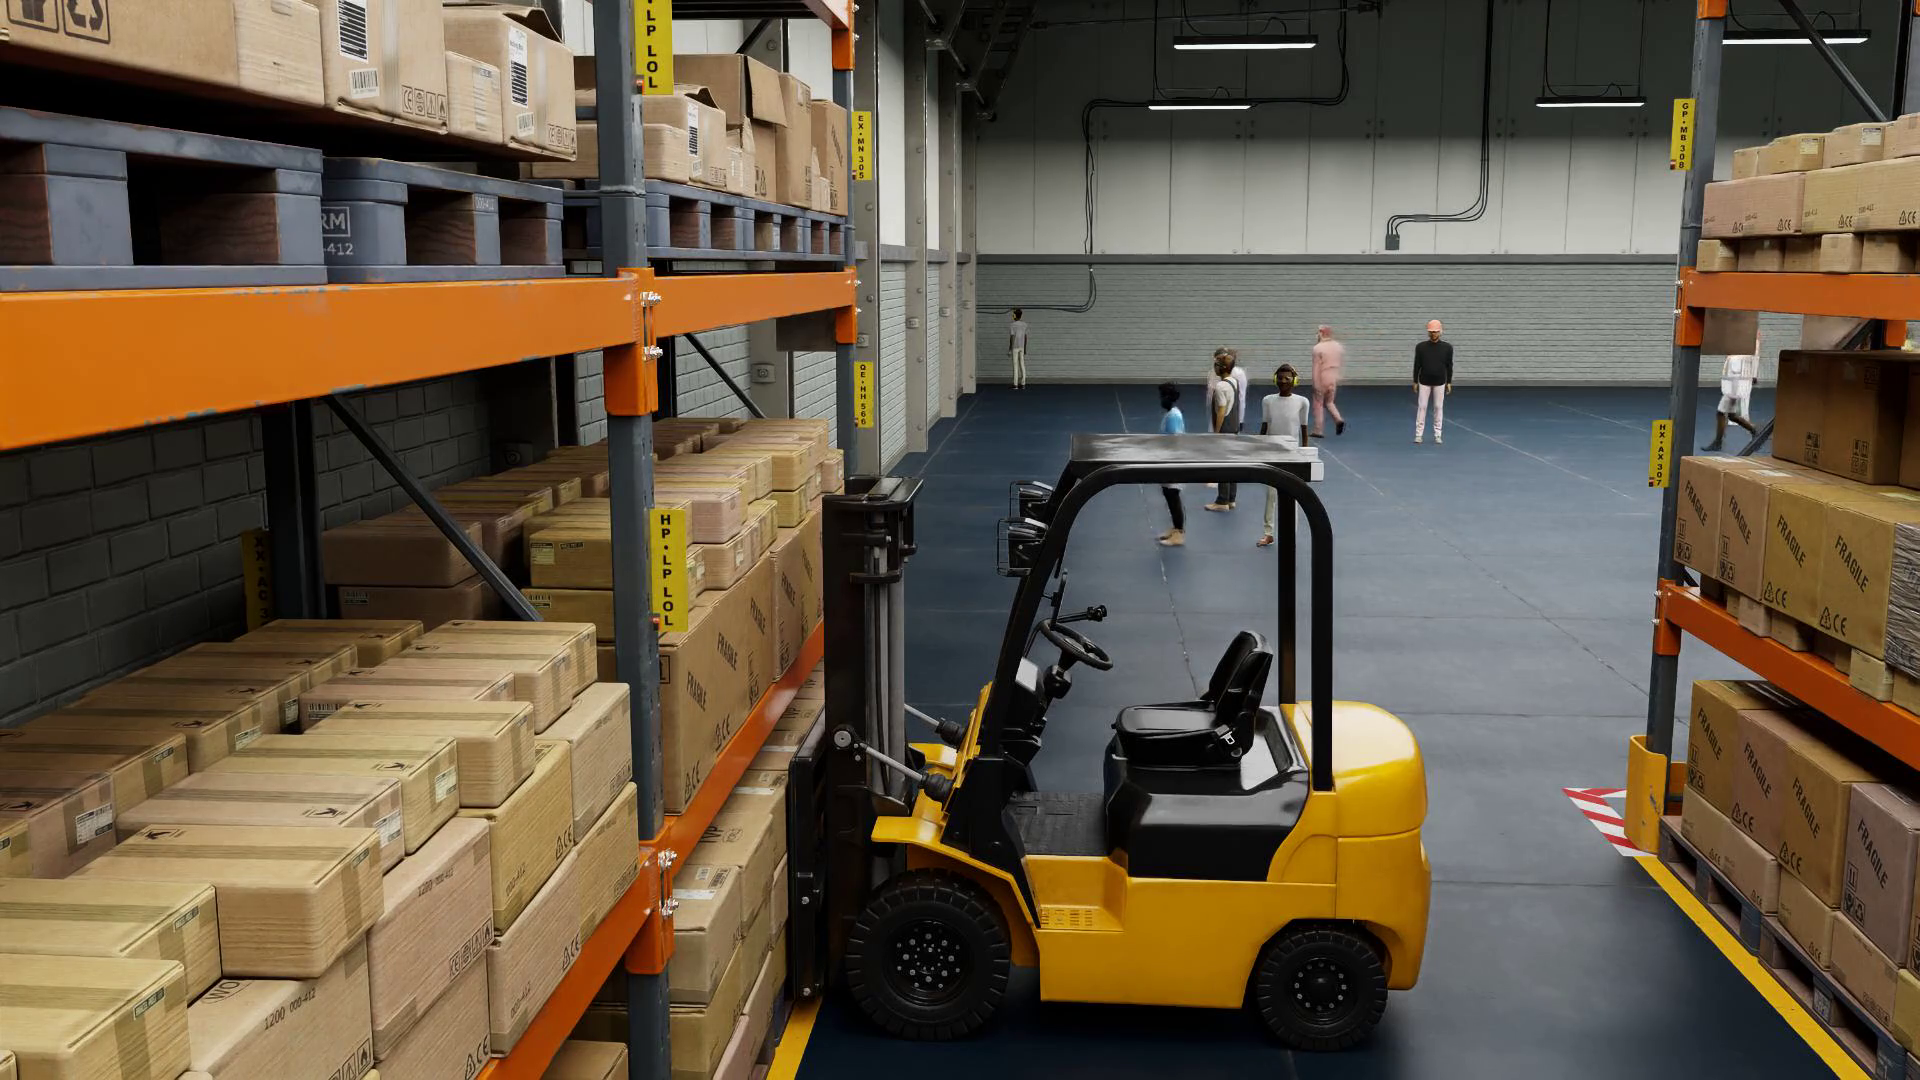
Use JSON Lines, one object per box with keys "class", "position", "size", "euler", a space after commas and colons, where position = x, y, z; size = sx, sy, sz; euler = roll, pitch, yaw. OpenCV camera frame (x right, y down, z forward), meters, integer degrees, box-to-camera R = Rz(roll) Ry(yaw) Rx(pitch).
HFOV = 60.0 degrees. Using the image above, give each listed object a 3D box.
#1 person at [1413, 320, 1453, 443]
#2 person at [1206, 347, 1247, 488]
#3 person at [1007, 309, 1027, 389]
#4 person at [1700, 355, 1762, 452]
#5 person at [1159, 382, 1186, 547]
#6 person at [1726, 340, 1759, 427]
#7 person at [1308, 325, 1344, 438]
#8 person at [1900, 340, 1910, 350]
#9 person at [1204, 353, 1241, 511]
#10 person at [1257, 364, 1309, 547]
{"class": "person", "position": [7.624, -2.548, 26.821], "size": [0.612, 1.994, 0.394], "euler": [3, 10, 16]}
{"class": "person", "position": [3.476, -1.596, 21.595], "size": [0.701, 1.823, 0.631], "euler": [-7, 12, -36]}
{"class": "person", "position": [1.332, -4.444, 38.692], "size": [0.518, 1.872, 0.326], "euler": [-7, 11, -35]}
{"class": "person", "position": [11.924, -2.284, 25.500], "size": [0.845, 1.911, 0.551], "euler": [4, 10, 25]}
{"class": "person", "position": [2.200, -0.785, 17.134], "size": [0.323, 1.662, 0.592], "euler": [1, 9, 5]}
{"class": "person", "position": [13.932, -2.968, 29.597], "size": [0.392, 1.919, 0.589], "euler": [-6, 11, -30]}
{"class": "person", "position": [6.086, -2.626, 27.613], "size": [0.647, 1.887, 0.538], "euler": [-6, 11, -31]}
{"class": "person", "position": [16.799, -2.946, 29.792], "size": [0.629, 1.819, 0.841], "euler": [-9, 13, -43]}
{"class": "person", "position": [3.085, -1.255, 19.439], "size": [0.345, 1.847, 0.506], "euler": [6, 11, 31]}
{"class": "person", "position": [3.276, -0.851, 16.905], "size": [0.513, 1.877, 0.328], "euler": [4, 10, 22]}
